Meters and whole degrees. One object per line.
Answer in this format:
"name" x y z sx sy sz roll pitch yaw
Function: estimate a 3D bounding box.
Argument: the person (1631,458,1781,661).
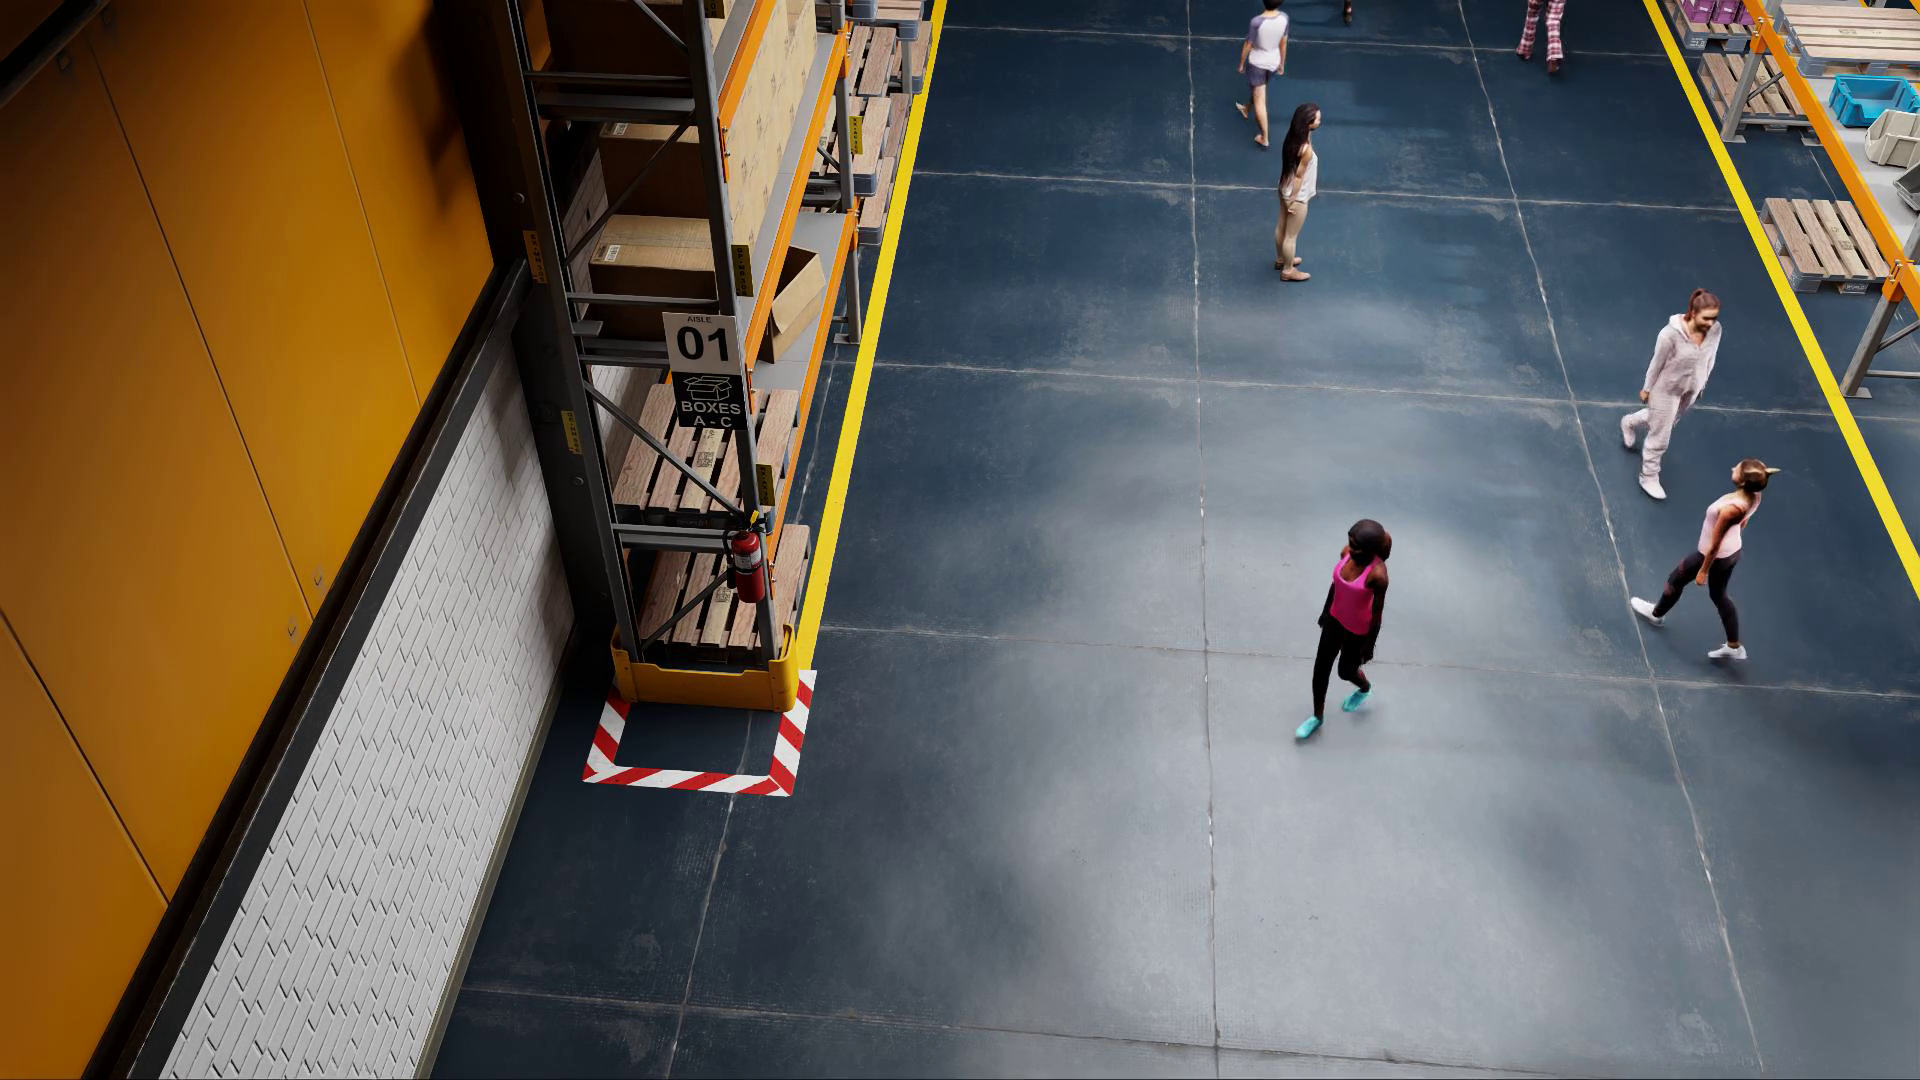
"person" 5.026 0.138 10.887 0.985 1.618 1.109 -25 49 -24

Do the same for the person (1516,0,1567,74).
"person" 6.011 -5.547 16.811 0.727 1.678 0.995 -4 44 -4

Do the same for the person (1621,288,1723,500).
"person" 5.211 -1.172 12.227 0.852 1.665 1.110 -10 44 -10

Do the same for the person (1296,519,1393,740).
"person" 2.491 0.535 10.422 0.953 1.684 0.925 -24 48 -23

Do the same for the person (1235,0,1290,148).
"person" 2.911 -4.489 15.820 0.863 1.514 1.096 -15 46 -15

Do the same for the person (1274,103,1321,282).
"person" 2.822 -2.946 14.099 0.674 1.653 0.611 -27 50 -25
